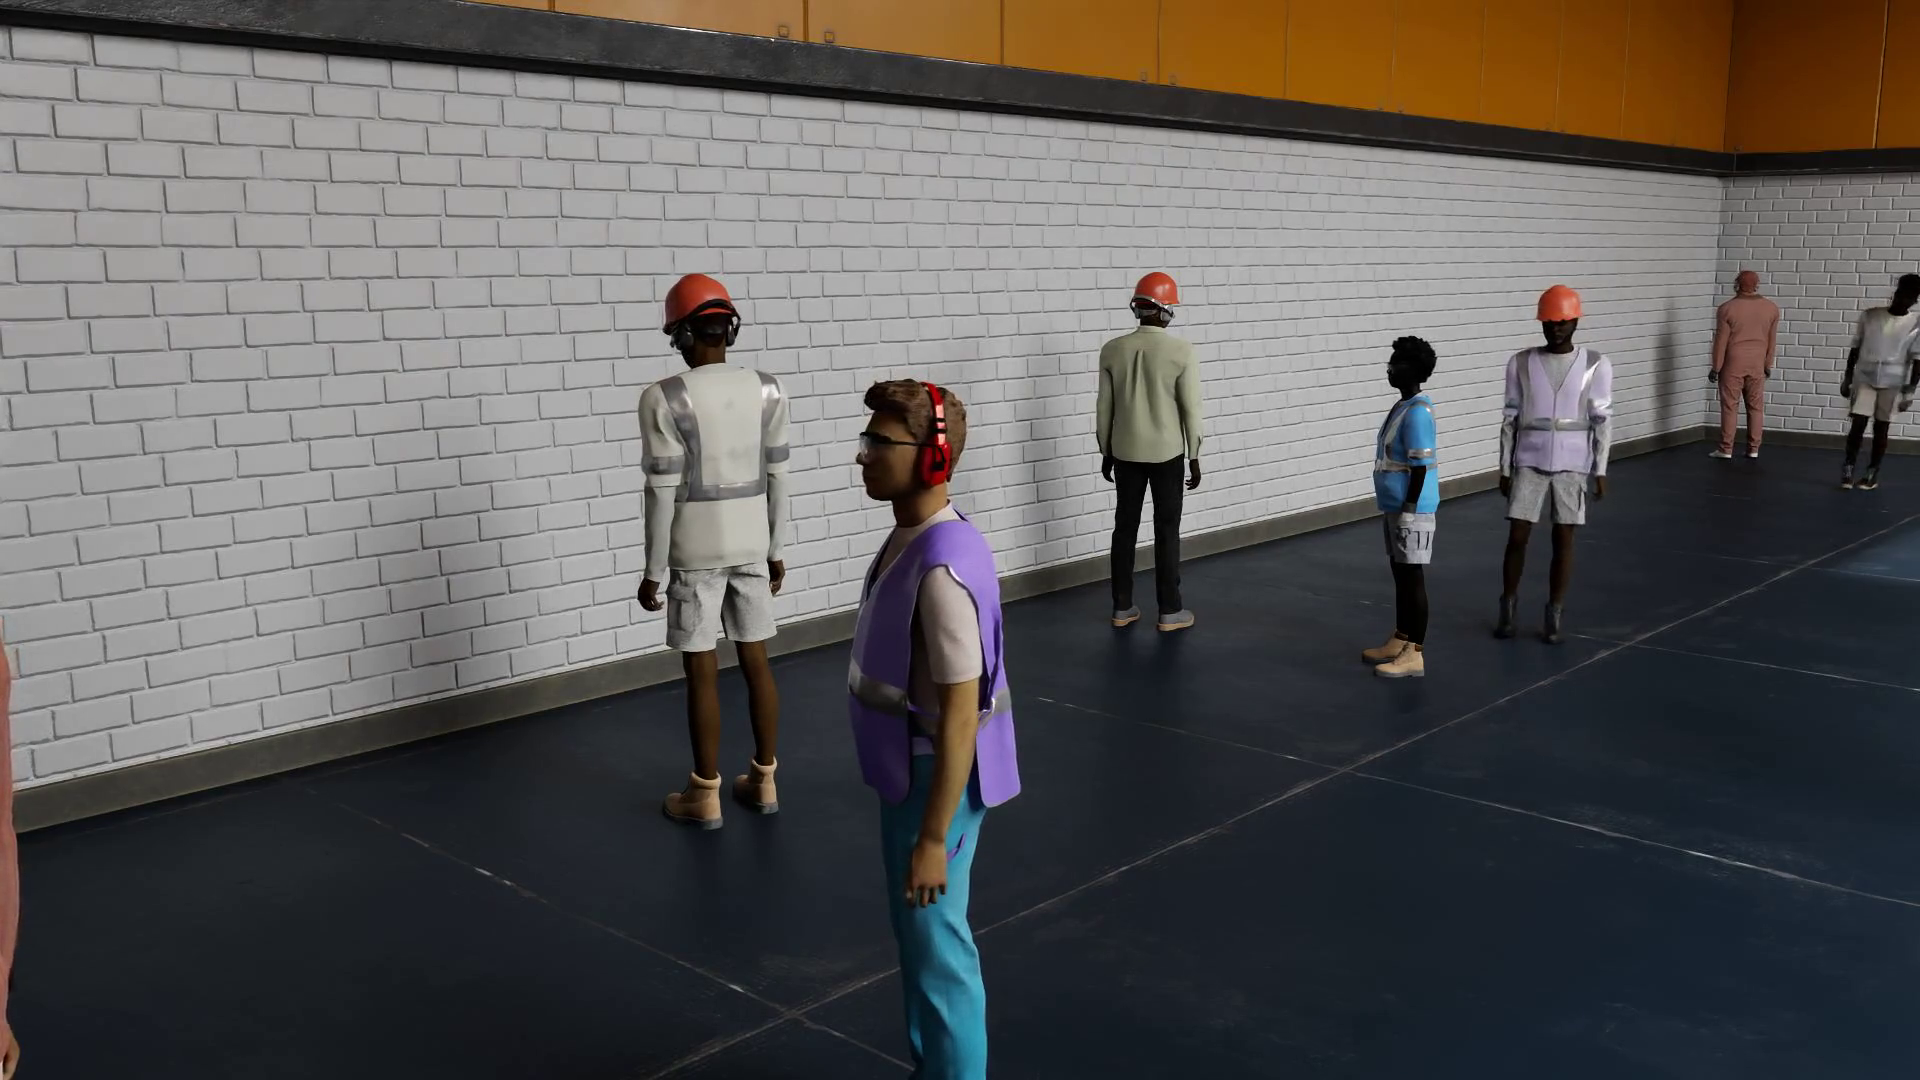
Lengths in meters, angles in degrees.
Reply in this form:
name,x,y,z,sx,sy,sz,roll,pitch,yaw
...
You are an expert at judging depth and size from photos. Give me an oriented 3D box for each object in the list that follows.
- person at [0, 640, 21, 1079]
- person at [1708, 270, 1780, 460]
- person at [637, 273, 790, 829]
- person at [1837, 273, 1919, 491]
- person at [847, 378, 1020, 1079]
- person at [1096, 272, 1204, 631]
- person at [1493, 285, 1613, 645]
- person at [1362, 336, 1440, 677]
name,x,y,z,sx,sy,sz,roll,pitch,yaw
person,-1.541,0.738,2.308,0.387,1.992,0.626,1,10,5
person,7.876,-1.760,16.781,0.636,1.911,0.406,0,10,-2
person,-0.917,0.046,6.141,0.605,2.034,0.391,-8,13,-38
person,8.018,-1.360,14.485,0.694,1.910,0.699,7,12,36
person,-0.070,0.565,3.703,0.385,1.849,0.569,-2,10,-10
person,1.067,-0.490,9.299,0.623,1.993,0.384,5,11,28
person,3.202,-0.401,8.980,0.563,1.932,0.422,4,11,21
person,2.220,-0.167,8.310,0.318,1.697,0.535,1,10,5
